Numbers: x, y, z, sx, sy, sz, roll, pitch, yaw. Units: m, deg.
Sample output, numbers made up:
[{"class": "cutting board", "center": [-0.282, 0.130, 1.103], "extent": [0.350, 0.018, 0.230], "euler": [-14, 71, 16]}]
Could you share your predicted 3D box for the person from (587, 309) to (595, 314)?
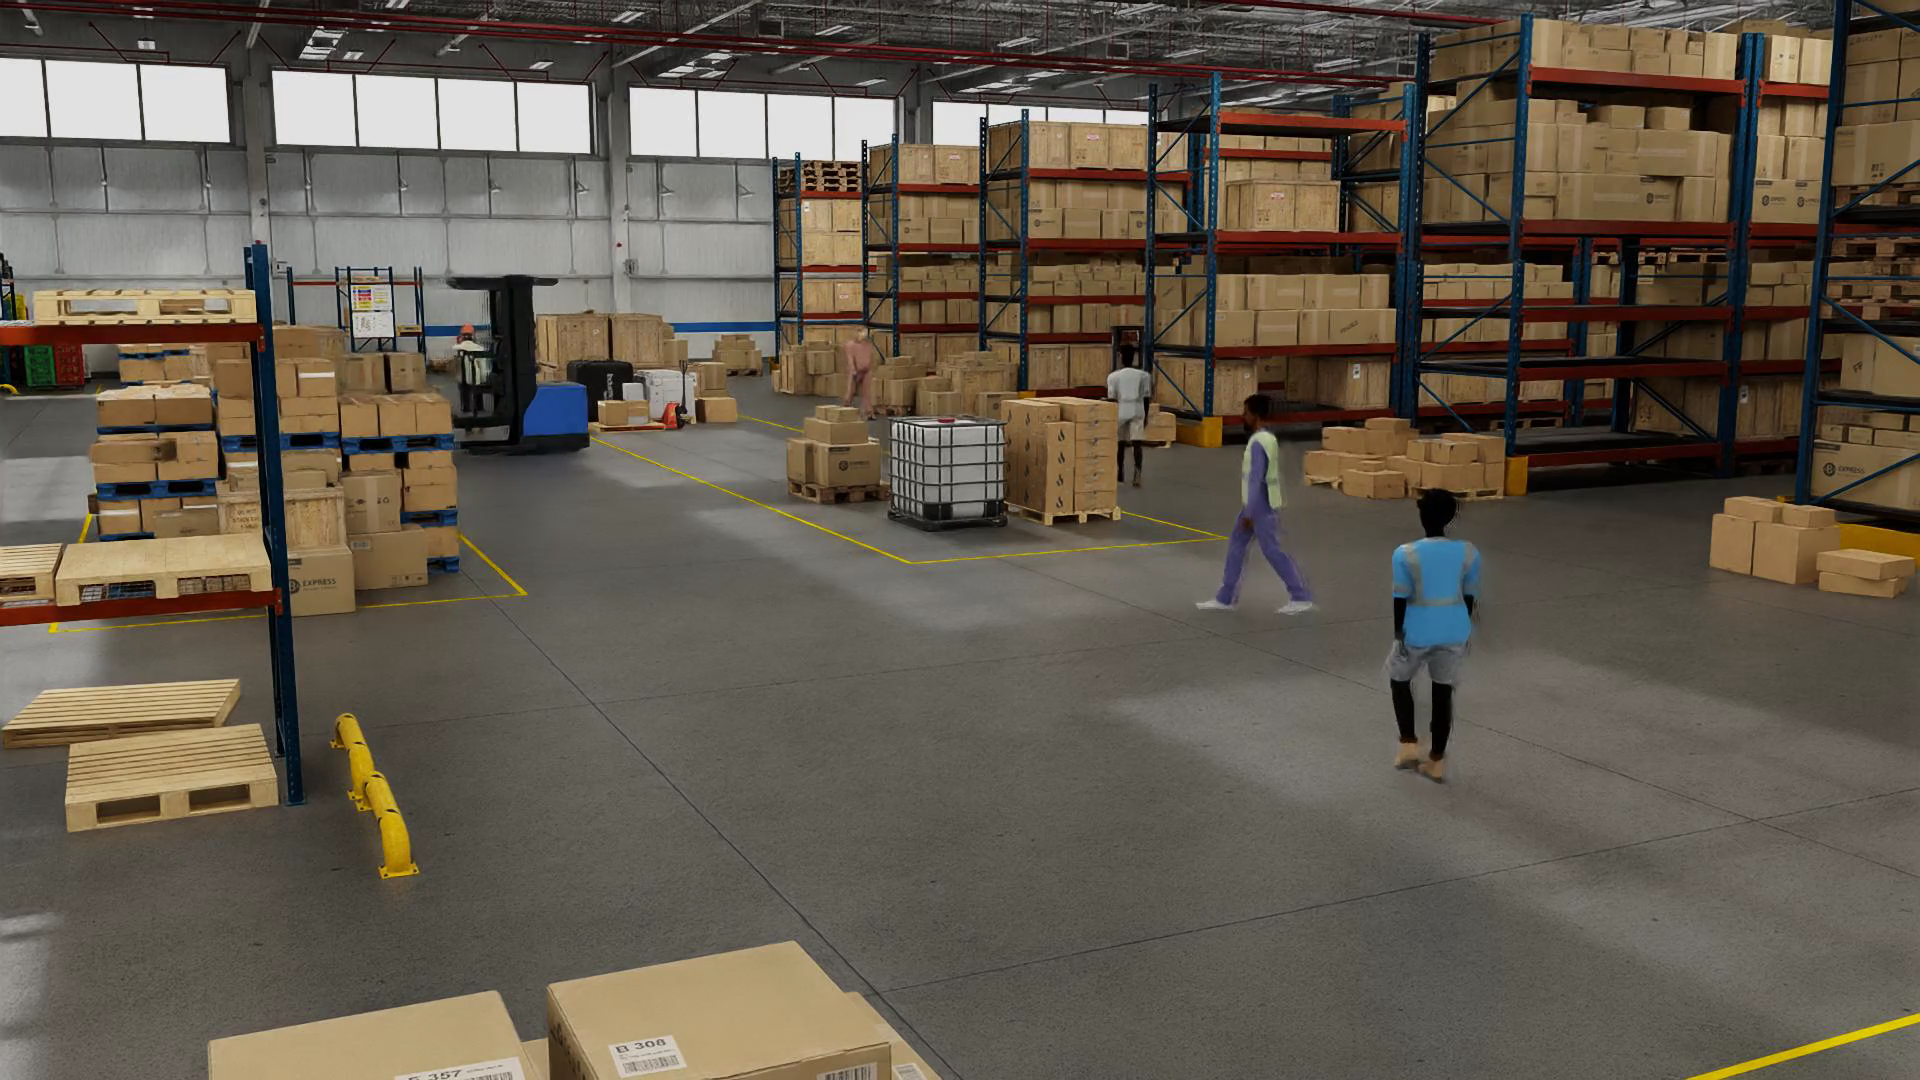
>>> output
[{"class": "person", "center": [-10.036, -5.297, 45.066], "extent": [0.992, 1.886, 0.617], "euler": [-2, 9, -11]}]

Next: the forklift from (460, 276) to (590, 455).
[{"class": "forklift", "center": [-6.994, -2.817, 26.567], "extent": [1.873, 2.768, 1.129], "euler": [-4, 10, -25]}]

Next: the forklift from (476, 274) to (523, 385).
[{"class": "forklift", "center": [-11.349, -5.369, 42.397], "extent": [1.873, 2.768, 1.129], "euler": [-4, 10, -25]}]

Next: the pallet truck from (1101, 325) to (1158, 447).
[{"class": "pallet truck", "center": [2.881, -2.596, 27.923], "extent": [0.823, 1.965, 1.885], "euler": [-1, 9, -7]}]

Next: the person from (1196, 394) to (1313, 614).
[{"class": "person", "center": [2.542, -0.297, 14.062], "extent": [0.978, 1.877, 0.603], "euler": [2, 9, 10]}]

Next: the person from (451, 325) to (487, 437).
[{"class": "person", "center": [-8.683, -2.828, 29.528], "extent": [0.614, 1.940, 1.001], "euler": [-1, 9, -7]}]

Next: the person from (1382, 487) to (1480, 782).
[{"class": "person", "center": [2.679, 0.538, 9.460], "extent": [0.539, 1.684, 0.376], "euler": [-1, 9, -3]}]

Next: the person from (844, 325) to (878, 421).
[{"class": "person", "center": [-1.981, -3.276, 32.584], "extent": [0.632, 1.861, 0.993], "euler": [-5, 11, -30]}]

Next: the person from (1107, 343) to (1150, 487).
[{"class": "person", "center": [2.283, -1.685, 22.454], "extent": [0.595, 1.942, 0.864], "euler": [0, 9, 0]}]
